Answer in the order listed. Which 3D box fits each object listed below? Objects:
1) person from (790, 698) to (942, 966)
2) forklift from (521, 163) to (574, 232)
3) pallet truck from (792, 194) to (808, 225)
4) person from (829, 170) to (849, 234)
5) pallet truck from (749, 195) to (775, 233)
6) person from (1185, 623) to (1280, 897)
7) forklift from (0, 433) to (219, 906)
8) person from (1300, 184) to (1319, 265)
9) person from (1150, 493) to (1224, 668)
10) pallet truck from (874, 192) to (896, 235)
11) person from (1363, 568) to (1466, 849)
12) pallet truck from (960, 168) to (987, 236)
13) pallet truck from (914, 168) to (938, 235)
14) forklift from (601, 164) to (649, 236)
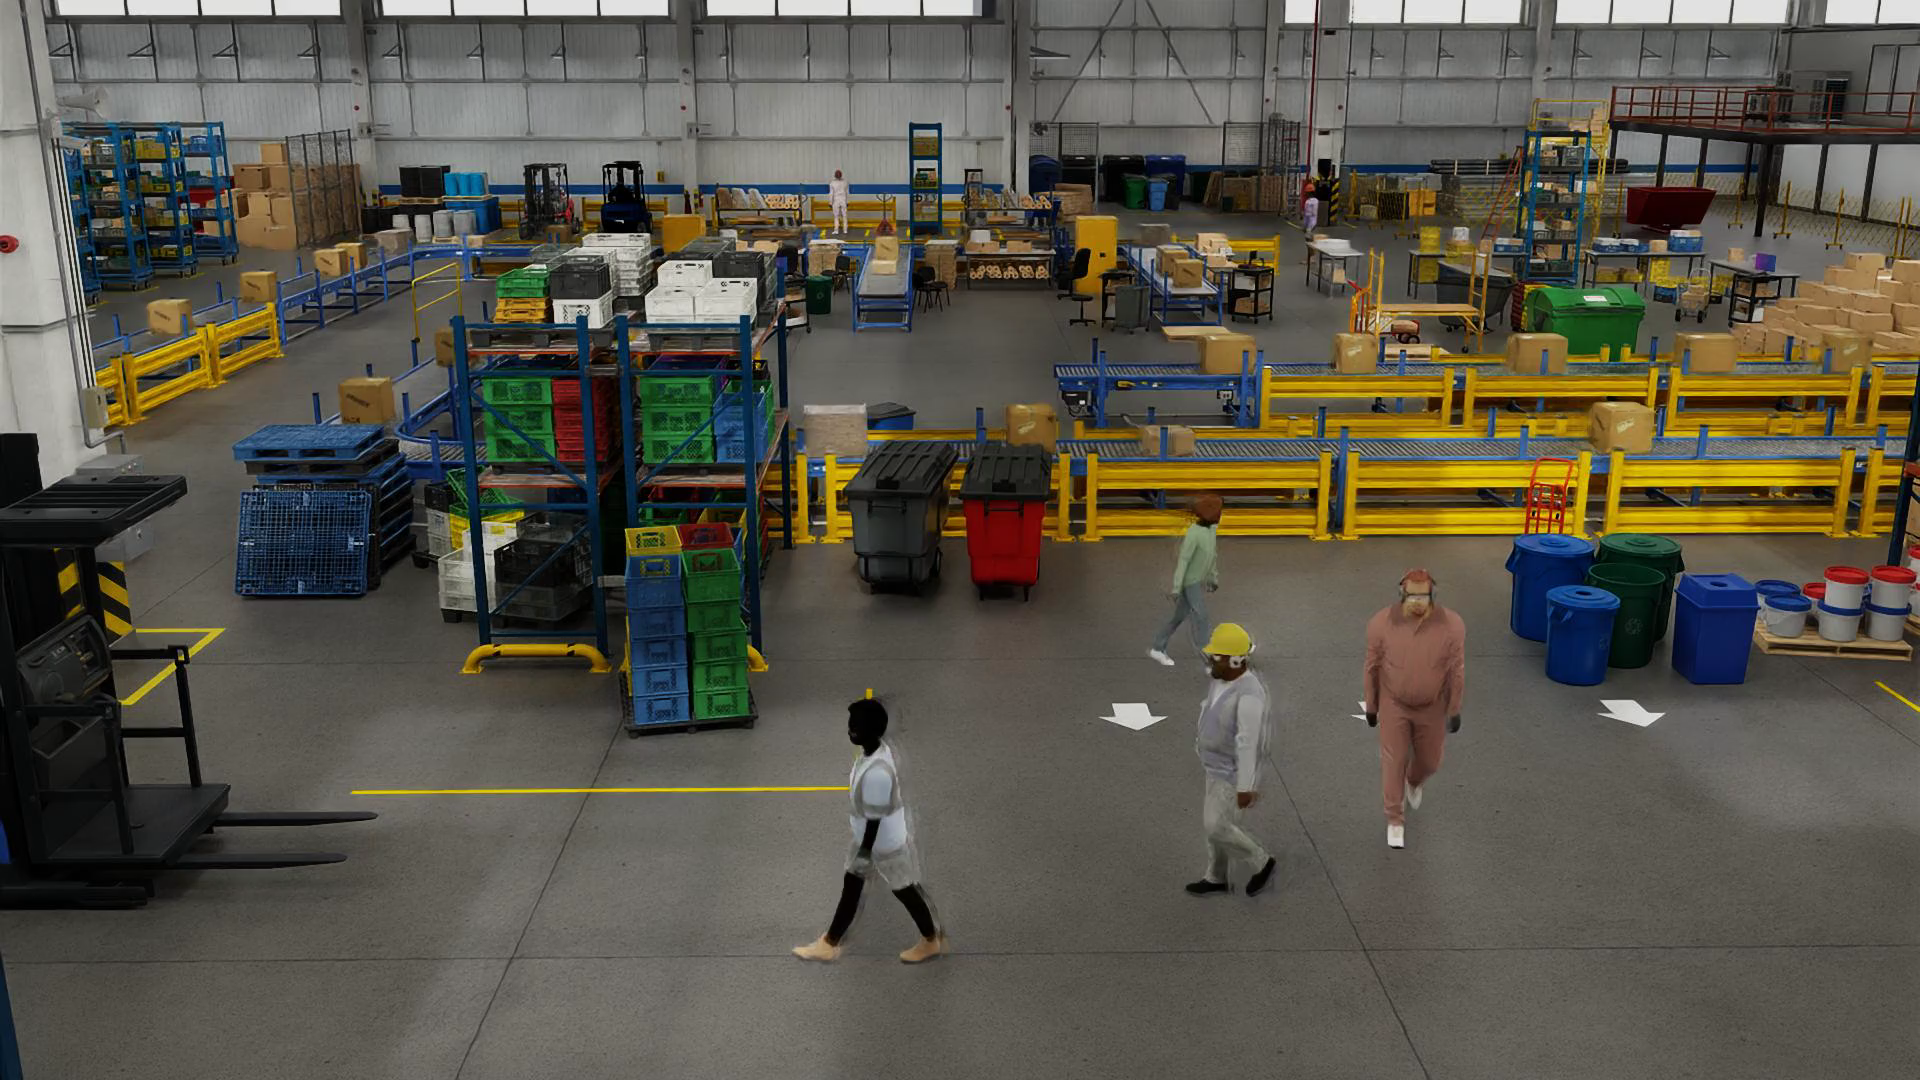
[{"bbox_3d":[-0.506,1.680,9.421,0.890,1.643,0.543,-3,16,-11],"label":"person"},{"bbox_3d":[-12.233,-10.122,49.298,1.157,1.987,2.680,0,16,-1],"label":"forklift"},{"bbox_3d":[-4.814,-9.883,50.259,0.704,1.261,1.522,-1,16,-3],"label":"pallet truck"},{"bbox_3d":[-3.661,-10.212,50.304,0.639,1.910,0.407,-7,17,-23],"label":"person"},{"bbox_3d":[-6.051,-9.967,50.660,0.680,1.201,1.601,0,16,-1],"label":"pallet truck"},{"bbox_3d":[1.678,1.373,10.196,0.470,1.812,0.609,-2,16,-8],"label":"person"},{"bbox_3d":[-5.952,0.780,10.366,1.873,2.768,1.129,0,16,-1],"label":"forklift"},{"bbox_3d":[8.975,-8.119,42.787,0.391,2.040,0.615,10,19,31],"label":"person"},{"bbox_3d":[1.990,0.368,14.091,0.878,1.585,0.532,8,18,27],"label":"person"},{"bbox_3d":[-2.277,-9.986,50.594,0.653,1.274,1.630,0,16,-1],"label":"pallet truck"},{"bbox_3d":[3.012,1.074,11.104,0.659,1.891,0.642,3,16,9],"label":"person"},{"bbox_3d":[0.383,-10.230,50.206,0.823,1.965,1.885,-1,16,-3],"label":"pallet truck"},{"bbox_3d":[-0.989,-10.316,50.507,0.823,1.965,1.885,1,16,3],"label":"pallet truck"},{"bbox_3d":[-9.948,-10.127,49.296,1.157,1.987,2.680,-1,16,-3],"label":"forklift"}]
